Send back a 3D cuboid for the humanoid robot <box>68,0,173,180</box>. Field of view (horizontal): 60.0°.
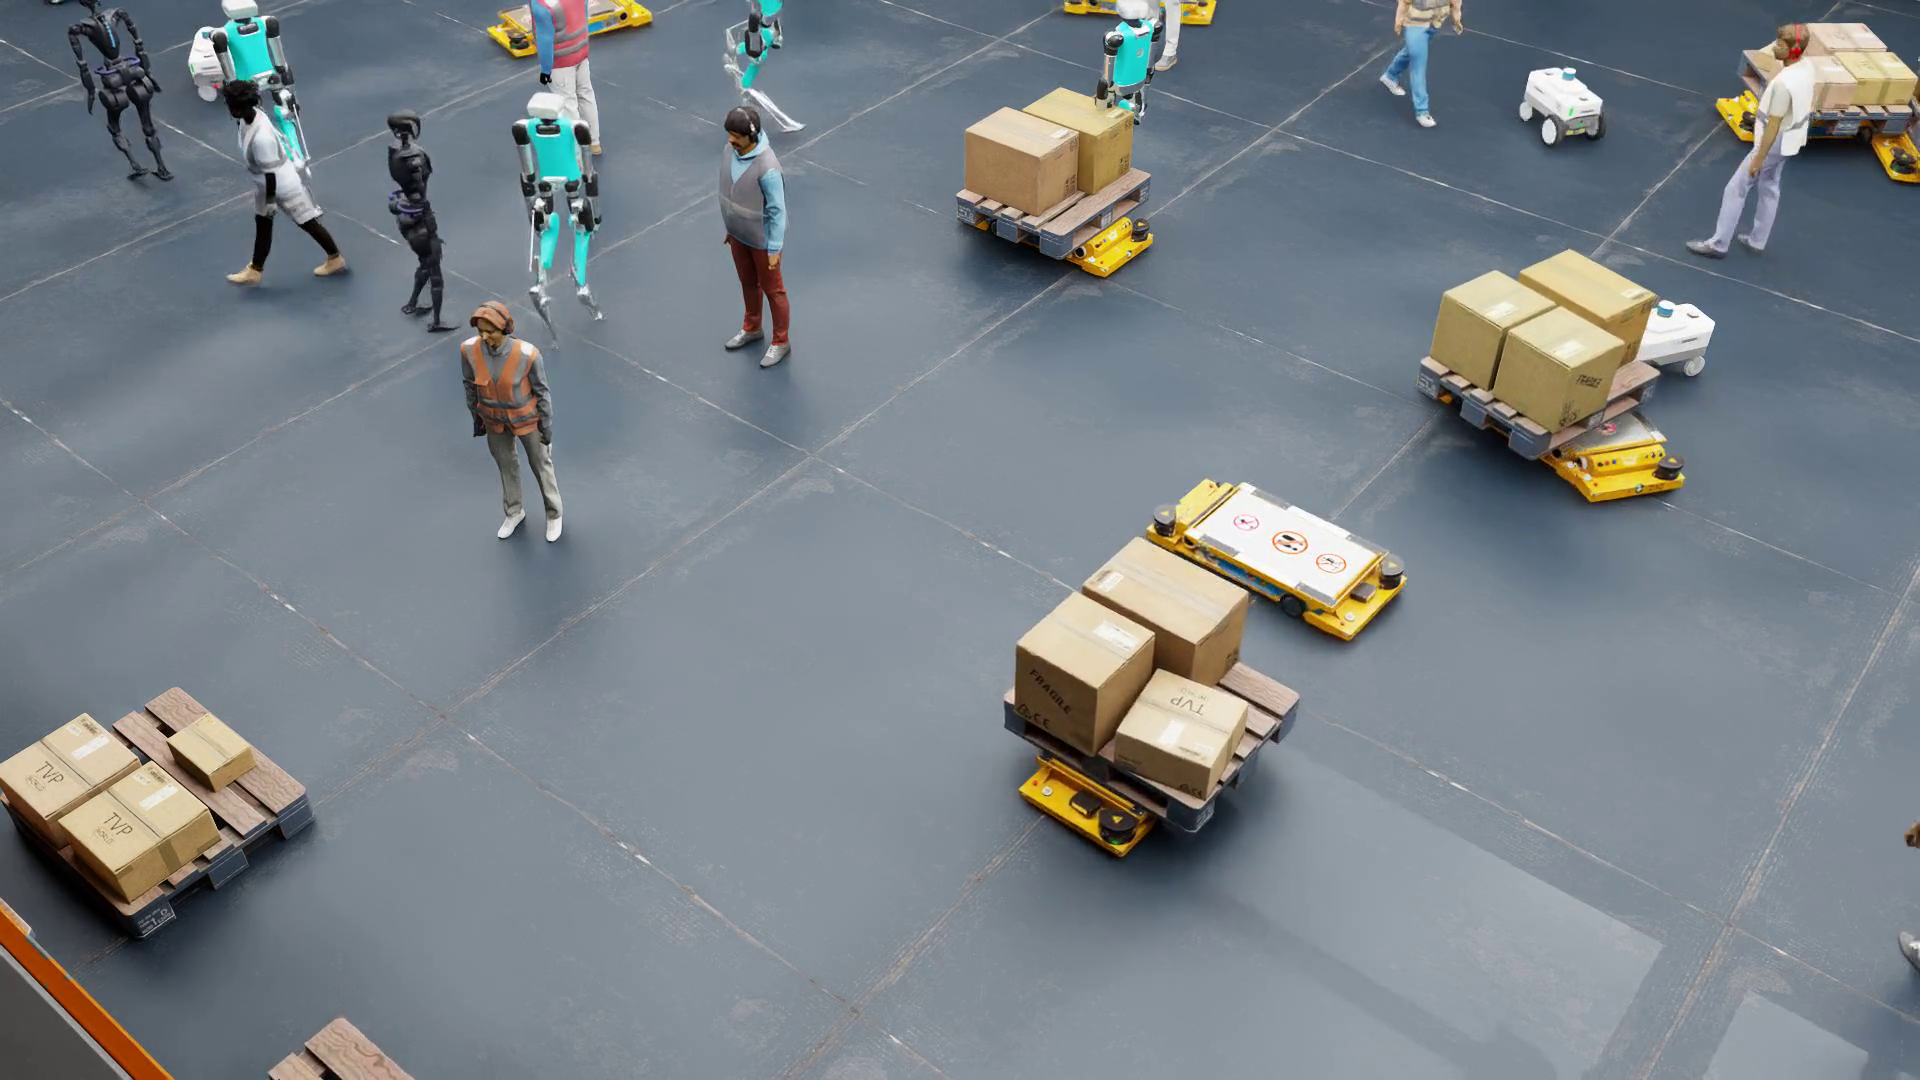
[{"bbox_3d":[-6.709,-3.657,13.292,0.369,1.644,0.591,28,48,29],"label":"humanoid robot"}]

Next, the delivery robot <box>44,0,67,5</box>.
[{"bbox_3d":[-8.878,-5.703,16.567,0.781,0.595,0.499,-21,45,-23],"label":"delivery robot"}]

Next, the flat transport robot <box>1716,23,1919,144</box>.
[{"bbox_3d":[7.392,-3.682,14.409,1.431,0.231,0.659,0,40,0],"label":"flat transport robot"}]

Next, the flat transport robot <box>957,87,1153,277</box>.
[{"bbox_3d":[0.735,-2.484,13.000,1.431,0.231,0.659,27,47,28],"label":"flat transport robot"}]

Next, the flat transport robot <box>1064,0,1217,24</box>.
[{"bbox_3d":[1.791,-5.336,16.355,1.431,0.231,0.659,9,41,10],"label":"flat transport robot"}]

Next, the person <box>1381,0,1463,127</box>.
[{"bbox_3d":[3.972,-4.479,14.255,0.527,1.680,0.884,-15,43,-17],"label":"person"}]

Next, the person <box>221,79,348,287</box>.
[{"bbox_3d":[-5.006,-2.546,11.993,0.887,1.641,0.546,-23,45,-25],"label":"person"}]

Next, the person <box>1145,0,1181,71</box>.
[{"bbox_3d":[1.825,-5.176,14.920,0.350,1.884,0.582,-32,50,-32],"label":"person"}]

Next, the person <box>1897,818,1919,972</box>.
[{"bbox_3d":[4.532,1.305,7.354,0.608,1.811,0.438,2,40,2],"label":"person"}]

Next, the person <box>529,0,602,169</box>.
[{"bbox_3d":[-3.216,-3.918,13.474,0.429,1.844,0.625,16,43,18],"label":"person"}]

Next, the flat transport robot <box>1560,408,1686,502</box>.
[{"bbox_3d":[4.116,-0.790,11.008,0.659,0.231,1.431,-9,41,-11],"label":"flat transport robot"}]

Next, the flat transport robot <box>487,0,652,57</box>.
[{"bbox_3d":[-3.745,-4.988,15.946,1.431,0.231,0.659,-25,46,-27],"label":"flat transport robot"}]

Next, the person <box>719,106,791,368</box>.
[{"bbox_3d":[-1.380,-2.069,11.270,0.531,1.879,0.411,31,49,31],"label":"person"}]

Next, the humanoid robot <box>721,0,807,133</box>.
[{"bbox_3d":[-1.746,-4.211,13.895,1.011,1.732,0.551,14,42,16],"label":"humanoid robot"}]

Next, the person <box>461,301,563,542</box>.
[{"bbox_3d":[-2.641,-0.697,9.838,0.513,1.641,0.306,5,41,6],"label":"person"}]

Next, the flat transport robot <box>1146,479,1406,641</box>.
[{"bbox_3d":[1.893,0.068,9.998,1.431,0.231,0.659,29,48,30],"label":"flat transport robot"}]

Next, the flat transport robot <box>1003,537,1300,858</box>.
[{"bbox_3d":[1.007,1.049,8.844,0.659,0.231,1.431,28,48,29],"label":"flat transport robot"}]

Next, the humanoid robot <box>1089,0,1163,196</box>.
[{"bbox_3d":[1.133,-3.439,12.887,0.533,1.677,0.735,-27,47,-28],"label":"humanoid robot"}]

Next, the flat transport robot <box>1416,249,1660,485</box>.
[{"bbox_3d":[3.819,-0.881,11.114,0.659,0.231,1.431,-24,46,-26],"label":"flat transport robot"}]

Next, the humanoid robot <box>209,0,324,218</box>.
[{"bbox_3d":[-5.230,-3.251,12.791,1.042,1.738,0.551,31,49,31],"label":"humanoid robot"}]

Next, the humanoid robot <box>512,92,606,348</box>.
[{"bbox_3d":[-2.769,-2.094,11.467,0.531,1.811,0.804,1,40,1],"label":"humanoid robot"}]

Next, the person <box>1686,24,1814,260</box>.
[{"bbox_3d":[5.949,-2.928,12.329,0.548,1.824,0.632,27,47,28],"label":"person"}]

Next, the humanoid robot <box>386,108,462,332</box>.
[{"bbox_3d":[-3.832,-2.234,11.621,0.409,1.639,0.585,-23,46,-25],"label":"humanoid robot"}]

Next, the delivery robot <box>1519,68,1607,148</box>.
[{"bbox_3d":[5.166,-3.755,14.251,0.499,0.565,0.745,-11,42,-13],"label":"delivery robot"}]

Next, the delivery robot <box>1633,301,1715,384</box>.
[{"bbox_3d":[4.782,-1.374,11.457,0.747,0.572,0.499,-13,42,-15],"label":"delivery robot"}]

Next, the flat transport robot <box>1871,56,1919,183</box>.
[{"bbox_3d":[8.413,-3.164,13.800,1.431,0.231,0.659,6,41,6],"label":"flat transport robot"}]

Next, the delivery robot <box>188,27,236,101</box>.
[{"bbox_3d":[-6.676,-4.314,14.942,0.509,0.608,0.779,-9,41,-10],"label":"delivery robot"}]
